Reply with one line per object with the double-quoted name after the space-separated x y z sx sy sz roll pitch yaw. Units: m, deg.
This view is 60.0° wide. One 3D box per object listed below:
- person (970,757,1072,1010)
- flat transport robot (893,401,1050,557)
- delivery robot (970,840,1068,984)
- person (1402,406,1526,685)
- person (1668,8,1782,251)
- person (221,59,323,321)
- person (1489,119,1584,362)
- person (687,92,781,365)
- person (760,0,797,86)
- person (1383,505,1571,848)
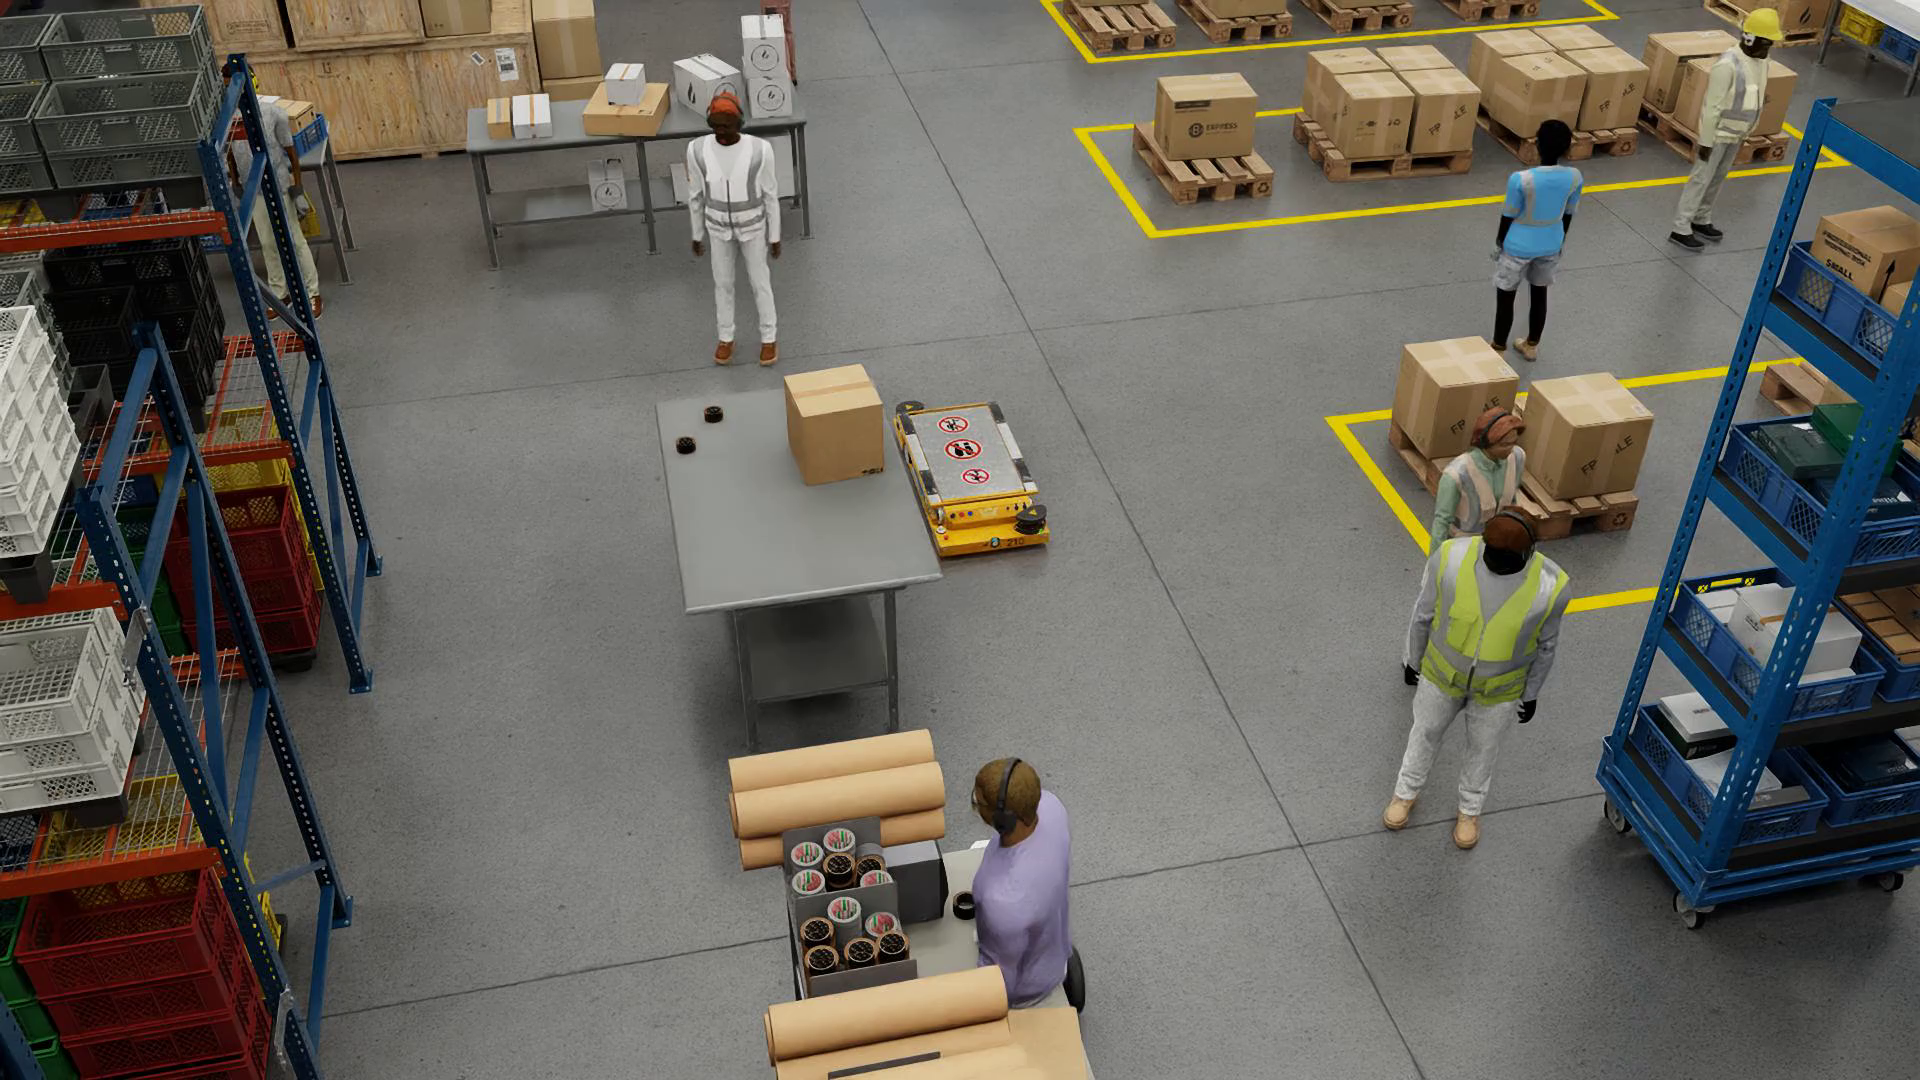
0.214 1.539 6.087 0.380 1.930 0.630 10 38 13 "person"
0.046 -0.430 10.108 0.652 0.197 1.431 -8 37 -10 "flat transport robot"
0.235 1.591 7.081 0.477 0.478 0.707 -5 37 -6 "delivery robot"
2.544 0.032 8.357 0.520 1.632 0.314 -18 40 -22 "person"
5.685 -3.041 12.333 0.598 1.823 0.403 -24 43 -28 "person"
-4.741 -2.381 11.399 0.521 1.874 0.327 1 37 2 "person"
3.766 -1.941 10.963 0.538 1.687 0.323 -9 38 -12 "person"
-1.465 -2.026 10.914 0.596 1.878 0.356 3 37 4 "person"
-1.672 -4.872 14.731 0.400 1.900 0.647 1 37 2 "person"
2.285 0.609 7.412 0.620 1.838 0.430 15 39 19 "person"
